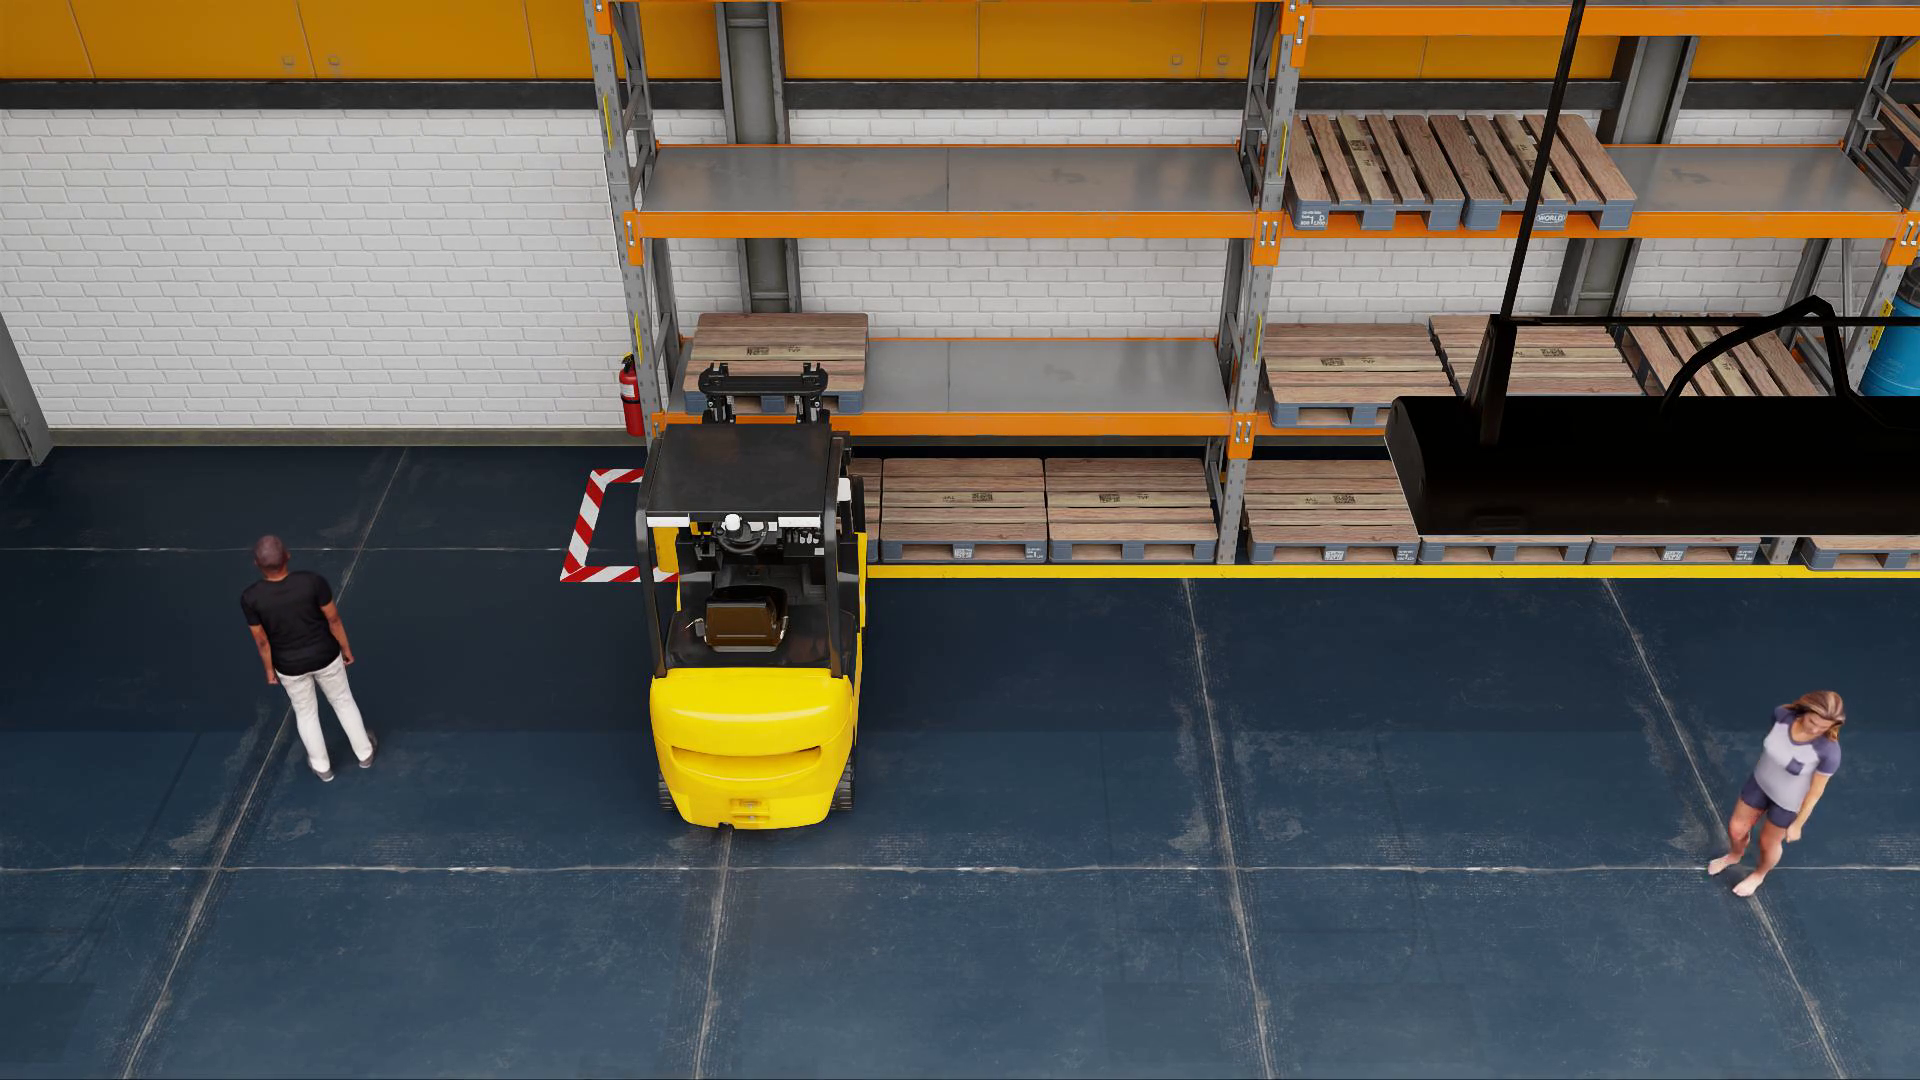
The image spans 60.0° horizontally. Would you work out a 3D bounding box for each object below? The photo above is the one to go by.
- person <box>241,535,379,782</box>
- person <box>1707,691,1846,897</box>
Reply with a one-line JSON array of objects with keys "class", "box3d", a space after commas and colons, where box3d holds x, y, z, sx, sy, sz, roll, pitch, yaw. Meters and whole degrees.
[{"class": "person", "box3d": [-3.889, 0.709, 9.903, 0.681, 1.805, 0.810, -16, 41, -20]}, {"class": "person", "box3d": [4.550, 1.370, 9.168, 0.775, 1.688, 0.740, -9, 40, -11]}]
